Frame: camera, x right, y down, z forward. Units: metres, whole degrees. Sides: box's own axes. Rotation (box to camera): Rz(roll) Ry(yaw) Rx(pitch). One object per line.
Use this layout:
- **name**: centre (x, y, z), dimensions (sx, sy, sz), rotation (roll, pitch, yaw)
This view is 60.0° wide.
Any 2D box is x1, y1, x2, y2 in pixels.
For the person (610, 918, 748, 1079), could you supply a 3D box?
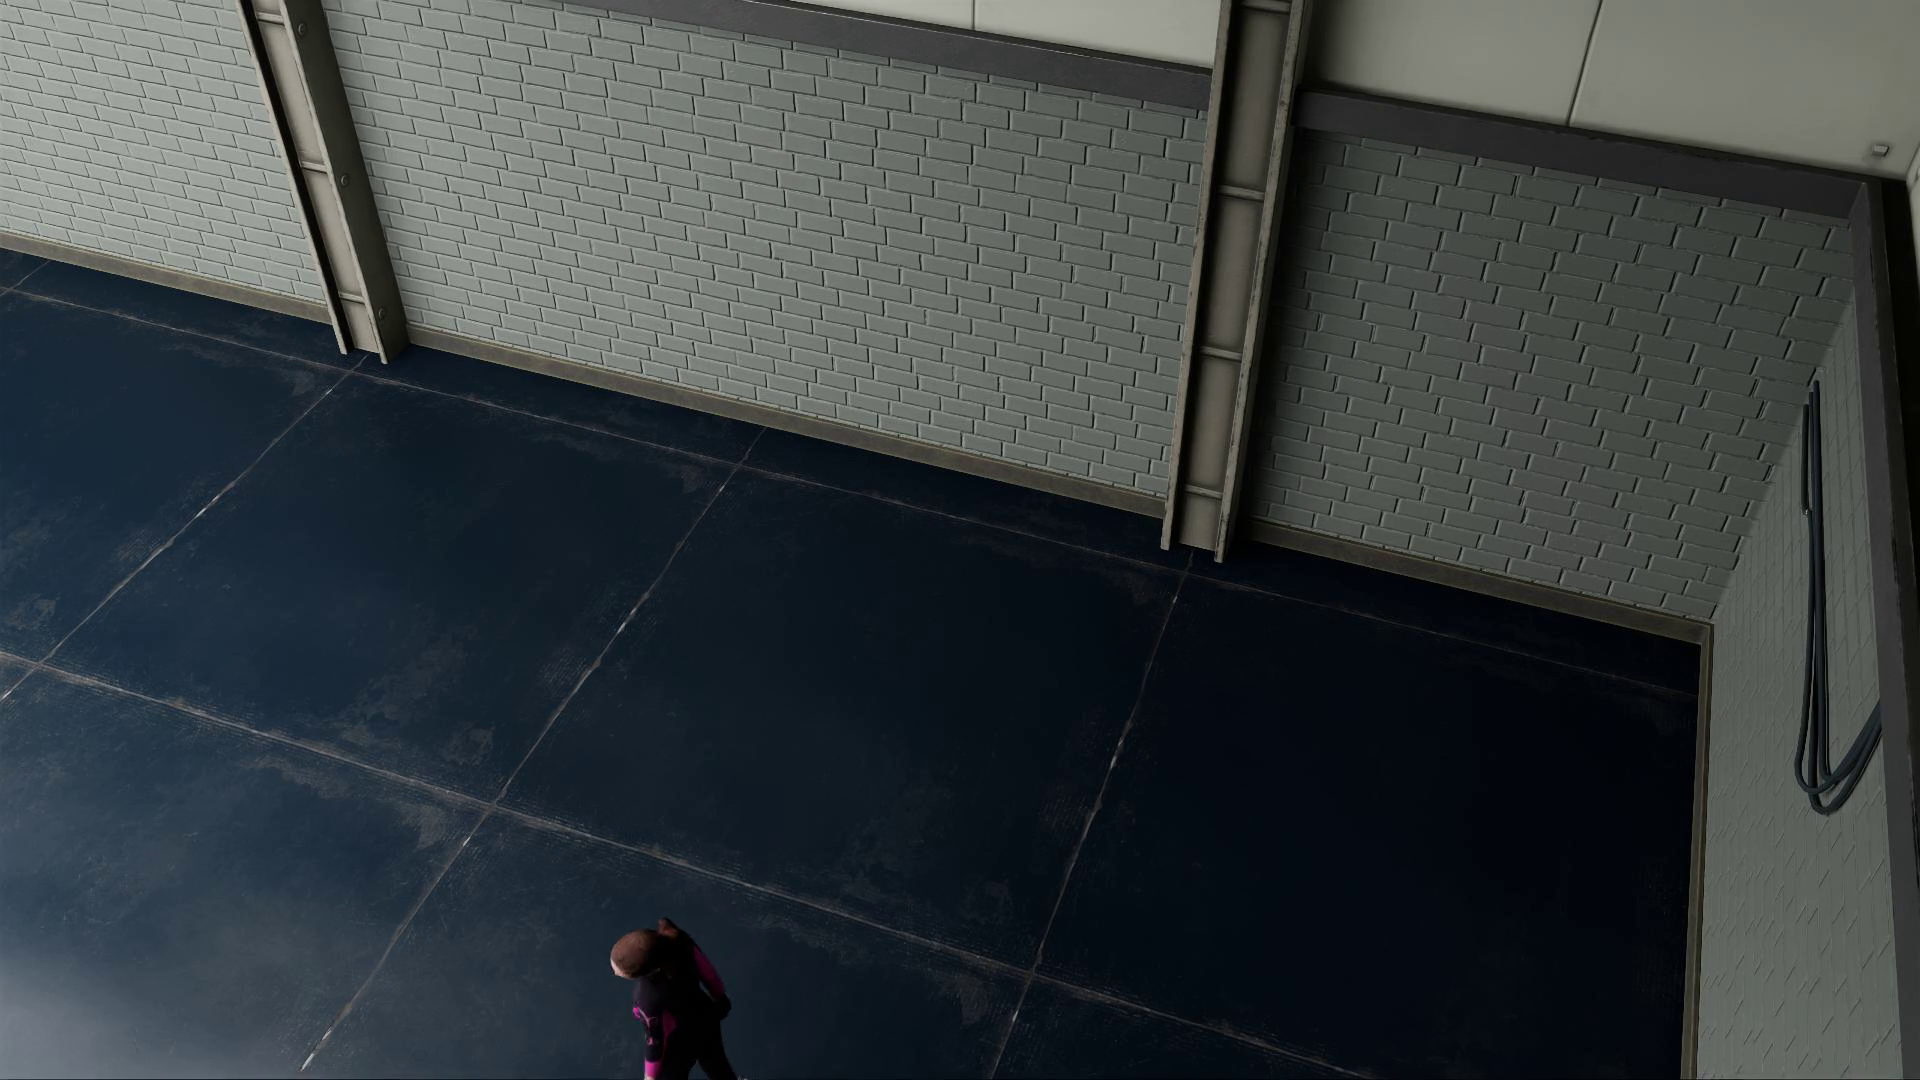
- **person**: centre (-1.083, 2.015, 6.837), dimensions (0.477, 1.717, 0.717), rotation (25, 48, 25)
